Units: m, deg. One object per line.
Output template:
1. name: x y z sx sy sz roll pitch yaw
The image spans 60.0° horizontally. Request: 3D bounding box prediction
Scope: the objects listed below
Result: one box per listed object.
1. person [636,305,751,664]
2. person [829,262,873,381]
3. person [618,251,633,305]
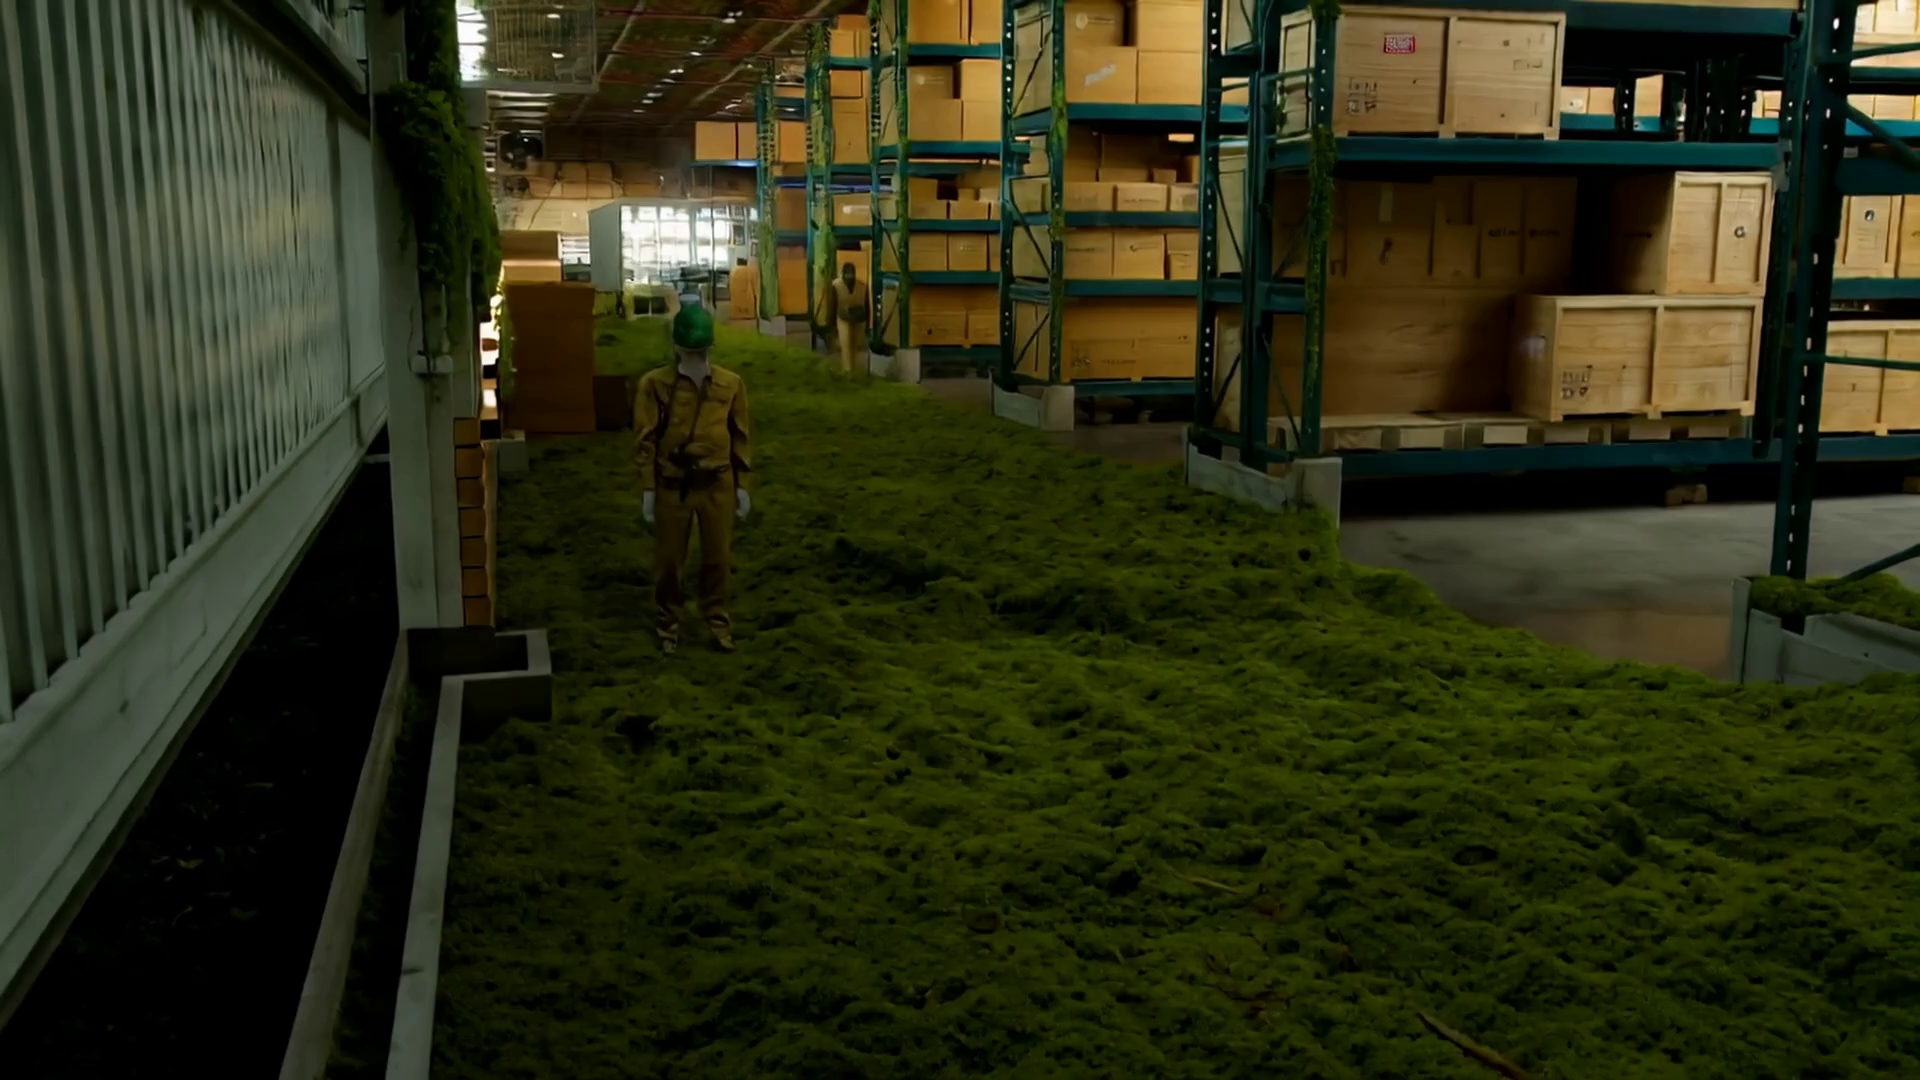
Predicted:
1. person: -1.287 -0.269 8.112 0.561 1.742 0.337 -4 11 -22
2. person: -1.653 -3.319 25.256 0.620 1.795 0.964 -3 10 -17
3. person: -11.553 -9.046 57.511 0.567 1.850 0.389 -7 12 -35
